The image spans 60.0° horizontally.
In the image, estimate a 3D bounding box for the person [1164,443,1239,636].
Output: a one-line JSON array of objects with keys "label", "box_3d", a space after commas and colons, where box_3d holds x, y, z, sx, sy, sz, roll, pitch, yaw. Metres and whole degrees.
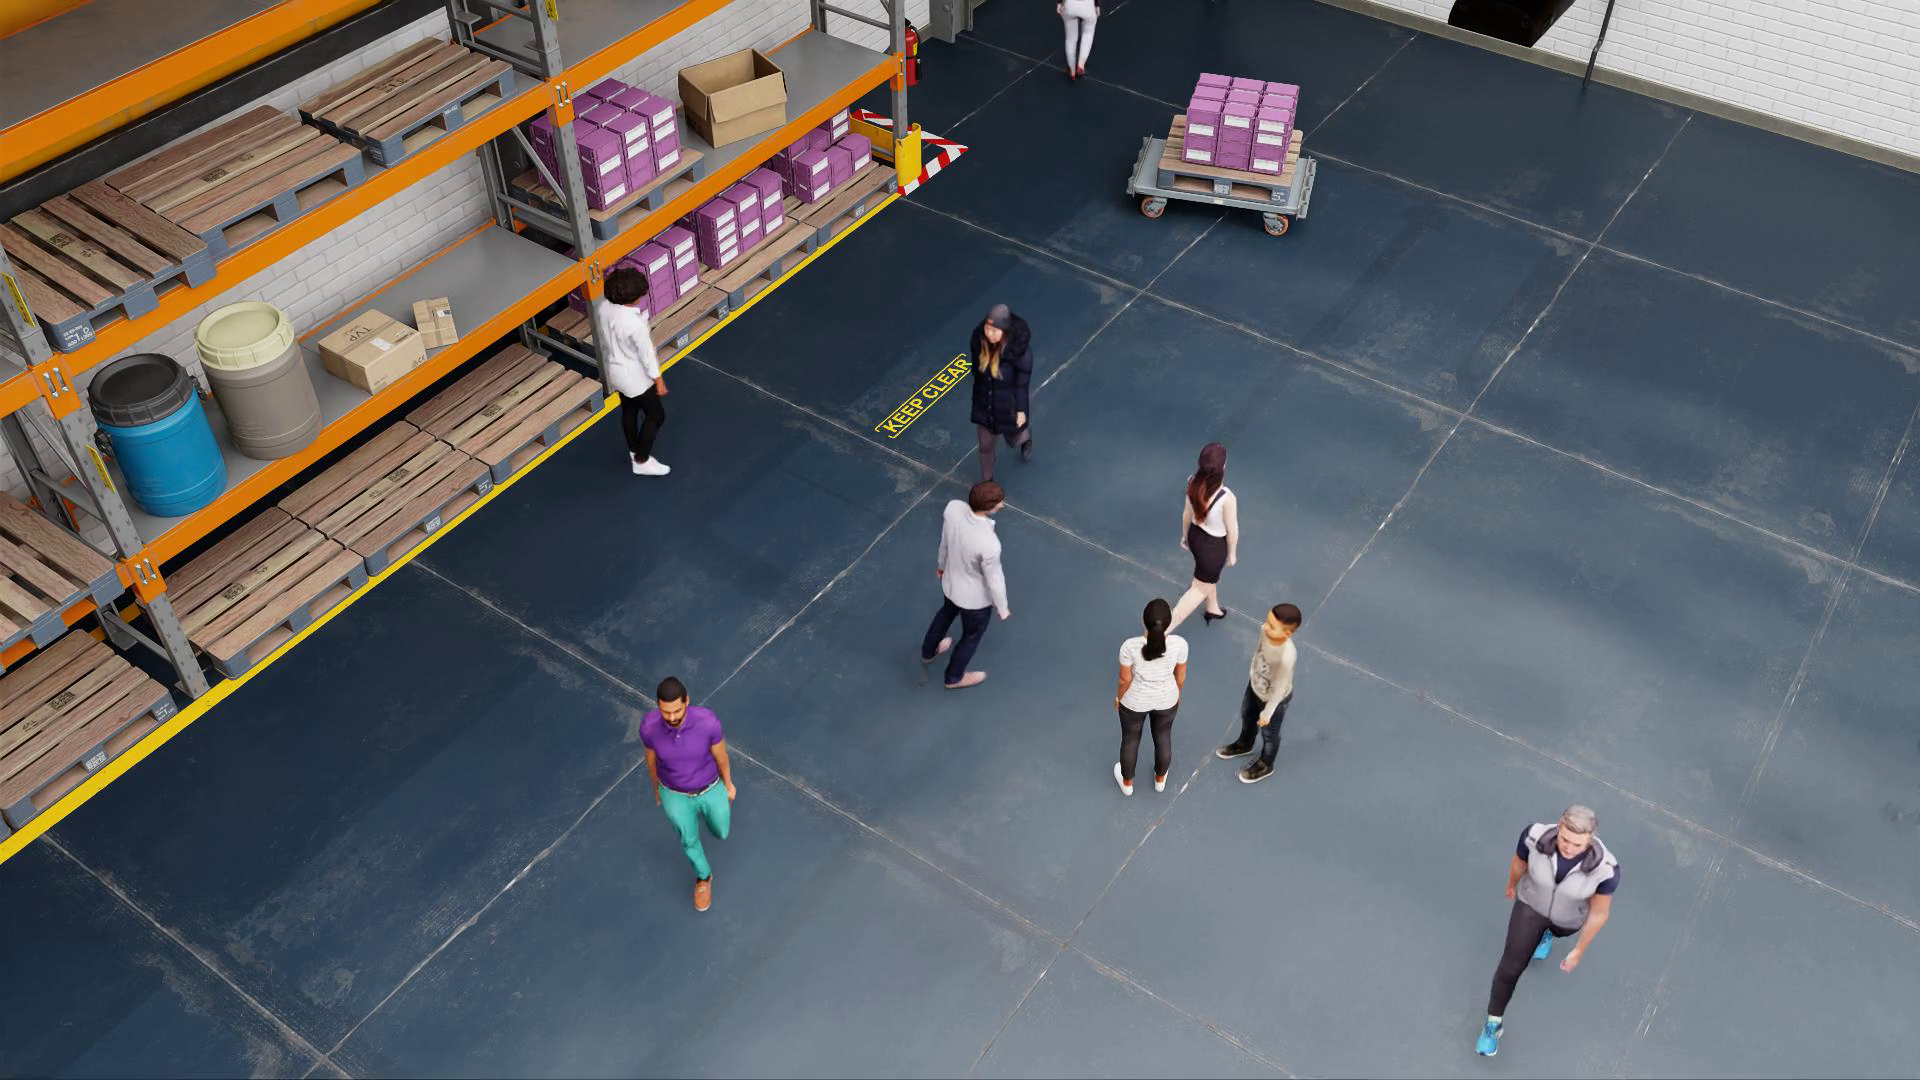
[{"label": "person", "box_3d": [1.586, 0.095, 11.056, 1.056, 1.619, 0.727, -31, 52, -28]}]

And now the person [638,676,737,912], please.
[{"label": "person", "box_3d": [-1.542, 1.363, 9.624, 0.955, 1.757, 1.035, -4, 44, -4]}]

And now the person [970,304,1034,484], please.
[{"label": "person", "box_3d": [0.344, -1.058, 12.238, 0.742, 1.656, 1.023, 20, 47, 20]}]

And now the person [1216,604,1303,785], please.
[{"label": "person", "box_3d": [1.952, 0.932, 10.292, 0.712, 1.461, 0.670, -14, 45, -14]}]

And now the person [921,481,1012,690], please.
[{"label": "person", "box_3d": [0.004, 0.305, 10.698, 0.885, 1.808, 0.732, 30, 51, 28]}]

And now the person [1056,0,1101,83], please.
[{"label": "person", "box_3d": [1.202, -5.345, 16.783, 0.718, 1.596, 0.745, 4, 44, 4]}]

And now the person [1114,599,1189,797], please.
[{"label": "person", "box_3d": [1.154, 0.961, 10.126, 0.657, 1.646, 0.700, -3, 44, -3]}]

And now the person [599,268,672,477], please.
[{"label": "person", "box_3d": [-2.439, -1.261, 12.345, 0.703, 1.803, 0.623, 24, 48, 23]}]

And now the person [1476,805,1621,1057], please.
[{"label": "person", "box_3d": [3.216, 1.939, 9.008, 0.841, 1.773, 1.328, 18, 46, 18]}]
